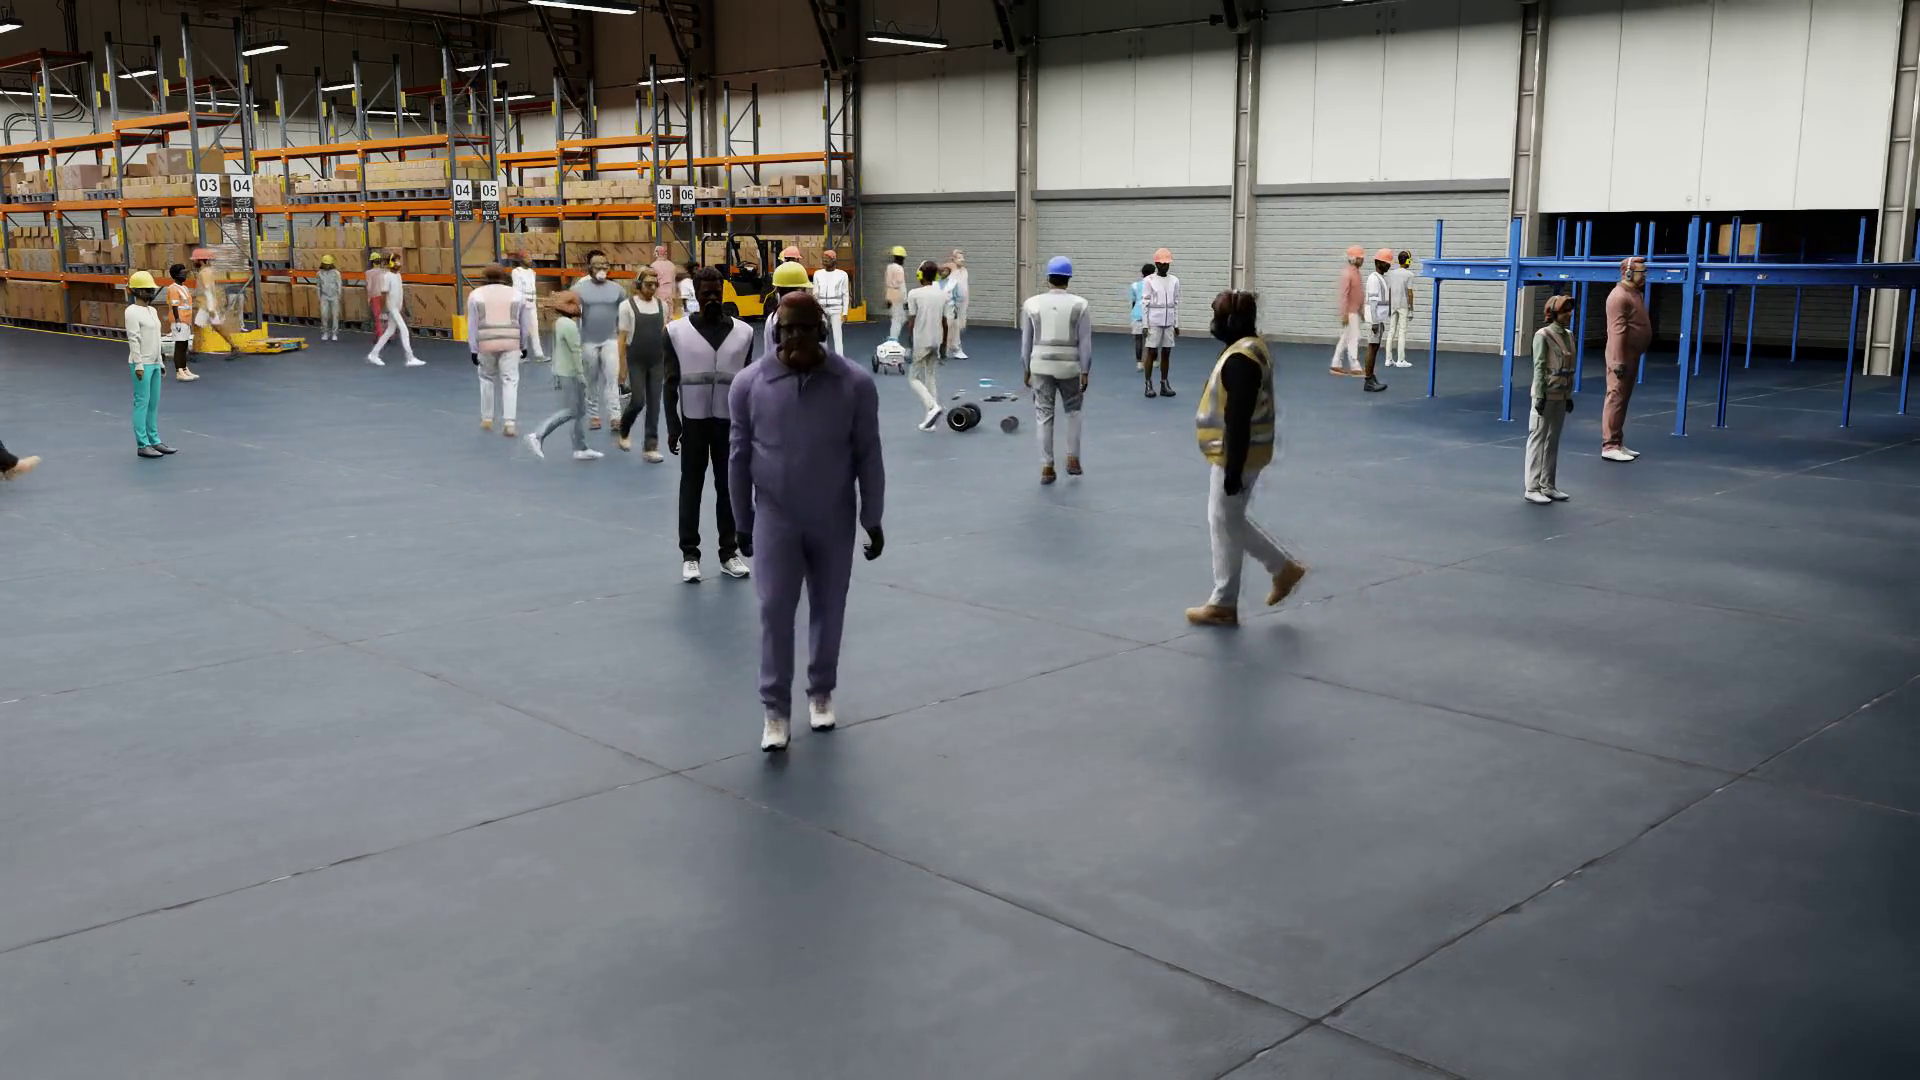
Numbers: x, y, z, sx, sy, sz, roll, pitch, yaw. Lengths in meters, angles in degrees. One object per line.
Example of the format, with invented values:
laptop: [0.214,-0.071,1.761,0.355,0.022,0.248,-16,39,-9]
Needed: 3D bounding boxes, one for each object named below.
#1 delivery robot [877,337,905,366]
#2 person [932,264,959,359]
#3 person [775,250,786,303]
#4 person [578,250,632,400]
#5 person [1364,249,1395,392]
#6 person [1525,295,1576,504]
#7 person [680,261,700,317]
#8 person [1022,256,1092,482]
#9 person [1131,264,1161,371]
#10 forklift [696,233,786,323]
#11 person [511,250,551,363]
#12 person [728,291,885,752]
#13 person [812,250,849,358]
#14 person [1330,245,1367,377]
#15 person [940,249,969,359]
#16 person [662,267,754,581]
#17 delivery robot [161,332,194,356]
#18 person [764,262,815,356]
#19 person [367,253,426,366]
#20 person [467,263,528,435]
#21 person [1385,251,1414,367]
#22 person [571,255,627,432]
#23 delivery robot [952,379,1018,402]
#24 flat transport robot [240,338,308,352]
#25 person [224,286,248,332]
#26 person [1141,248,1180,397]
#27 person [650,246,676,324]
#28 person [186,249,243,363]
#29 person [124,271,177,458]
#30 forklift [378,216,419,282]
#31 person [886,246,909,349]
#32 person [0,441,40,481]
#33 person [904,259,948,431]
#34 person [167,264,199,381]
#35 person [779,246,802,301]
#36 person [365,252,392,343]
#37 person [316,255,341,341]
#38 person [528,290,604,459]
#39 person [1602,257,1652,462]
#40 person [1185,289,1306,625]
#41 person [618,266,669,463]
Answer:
delivery robot: [-1.070,-2.893,25.708,0.477,0.478,0.707,-2,11,-12]
person: [-0.321,-3.859,28.234,0.543,1.603,0.724,3,11,15]
person: [-3.296,-4.585,31.597,0.404,1.830,0.601,3,11,14]
person: [-4.599,-2.736,21.265,0.999,1.912,0.608,4,11,21]
person: [5.738,-3.016,22.782,0.374,1.927,0.542,4,11,22]
person: [4.715,-1.125,13.252,0.514,1.642,0.311,-9,14,-42]
person: [-4.382,-3.816,27.842,0.732,1.667,0.545,10,14,43]
person: [0.841,-1.487,14.442,0.625,1.923,0.653,2,11,9]
person: [2.960,-3.517,26.251,0.539,1.655,0.819,4,11,21]
forklift: [-5.496,-6.489,41.108,2.313,2.155,1.214,-10,14,-44]
person: [-7.229,-3.907,27.843,0.480,1.880,0.582,5,11,25]
person: [-0.628,-0.073,6.890,0.648,1.878,0.846,-2,11,-9]
person: [-1.993,-3.492,25.493,0.572,1.886,0.354,3,11,14]
person: [5.950,-3.478,25.204,0.565,1.995,0.619,5,12,26]
person: [-0.112,-4.091,28.792,0.742,1.877,0.666,9,14,42]
person: [-1.544,-0.722,10.301,0.593,1.920,0.392,-5,12,-27]
delivery robot: [-13.348,-3.379,28.370,0.477,0.478,0.707,0,10,3]
person: [-1.182,-0.967,11.609,0.363,1.928,0.587,0,10,-2]
person: [-9.272,-3.762,27.155,0.969,1.829,0.506,0,10,2]
person: [-4.975,-2.062,17.914,0.645,1.808,0.860,-4,11,-20]
person: [7.123,-3.734,26.891,0.316,1.864,0.514,-8,13,-38]
person: [-3.903,-2.128,18.017,0.642,1.901,0.874,-3,11,-18]
delivery robot: [0.270,-1.644,18.191,0.698,0.223,0.335,3,11,14]
flat transport robot: [-12.574,-3.583,30.510,0.652,0.197,1.431,0,10,2]
person: [-15.887,-5.383,36.498,0.281,1.632,0.498,9,14,40]
person: [2.653,-2.860,21.902,0.551,1.936,0.356,-4,11,-23]
person: [-5.686,-4.627,31.624,0.402,1.906,0.652,7,12,33]
person: [-12.610,-3.934,27.903,1.013,1.893,0.556,-4,11,-19]
person: [-7.810,-1.691,16.002,0.309,1.769,0.524,0,10,-2]
forklift: [-17.868,-9.201,54.028,1.873,2.768,1.129,-10,14,-44]
person: [-1.122,-4.440,30.591,0.482,1.906,0.599,-4,11,-21]
person: [-8.466,-1.458,14.096,0.984,2.000,0.702,-8,13,-36]
person: [-0.343,-2.089,17.940,0.541,1.852,0.480,-7,12,-32]
person: [-11.377,-3.181,24.314,0.317,1.696,0.538,-2,11,-8]
person: [-2.660,-3.661,26.274,0.376,1.935,0.550,-5,12,-25]
person: [-11.532,-4.802,32.961,0.328,1.769,0.526,8,13,37]
person: [-12.692,-4.859,33.444,0.485,1.708,0.714,-2,11,-12]
person: [-3.731,-1.548,15.636,0.654,1.606,0.490,-4,11,-20]
person: [6.315,-1.715,15.742,0.407,1.910,0.639,6,12,31]
person: [1.555,-0.442,9.041,0.556,1.828,0.629,2,11,11]
person: [-2.998,-1.663,15.685,0.510,1.825,0.578,-8,13,-39]
